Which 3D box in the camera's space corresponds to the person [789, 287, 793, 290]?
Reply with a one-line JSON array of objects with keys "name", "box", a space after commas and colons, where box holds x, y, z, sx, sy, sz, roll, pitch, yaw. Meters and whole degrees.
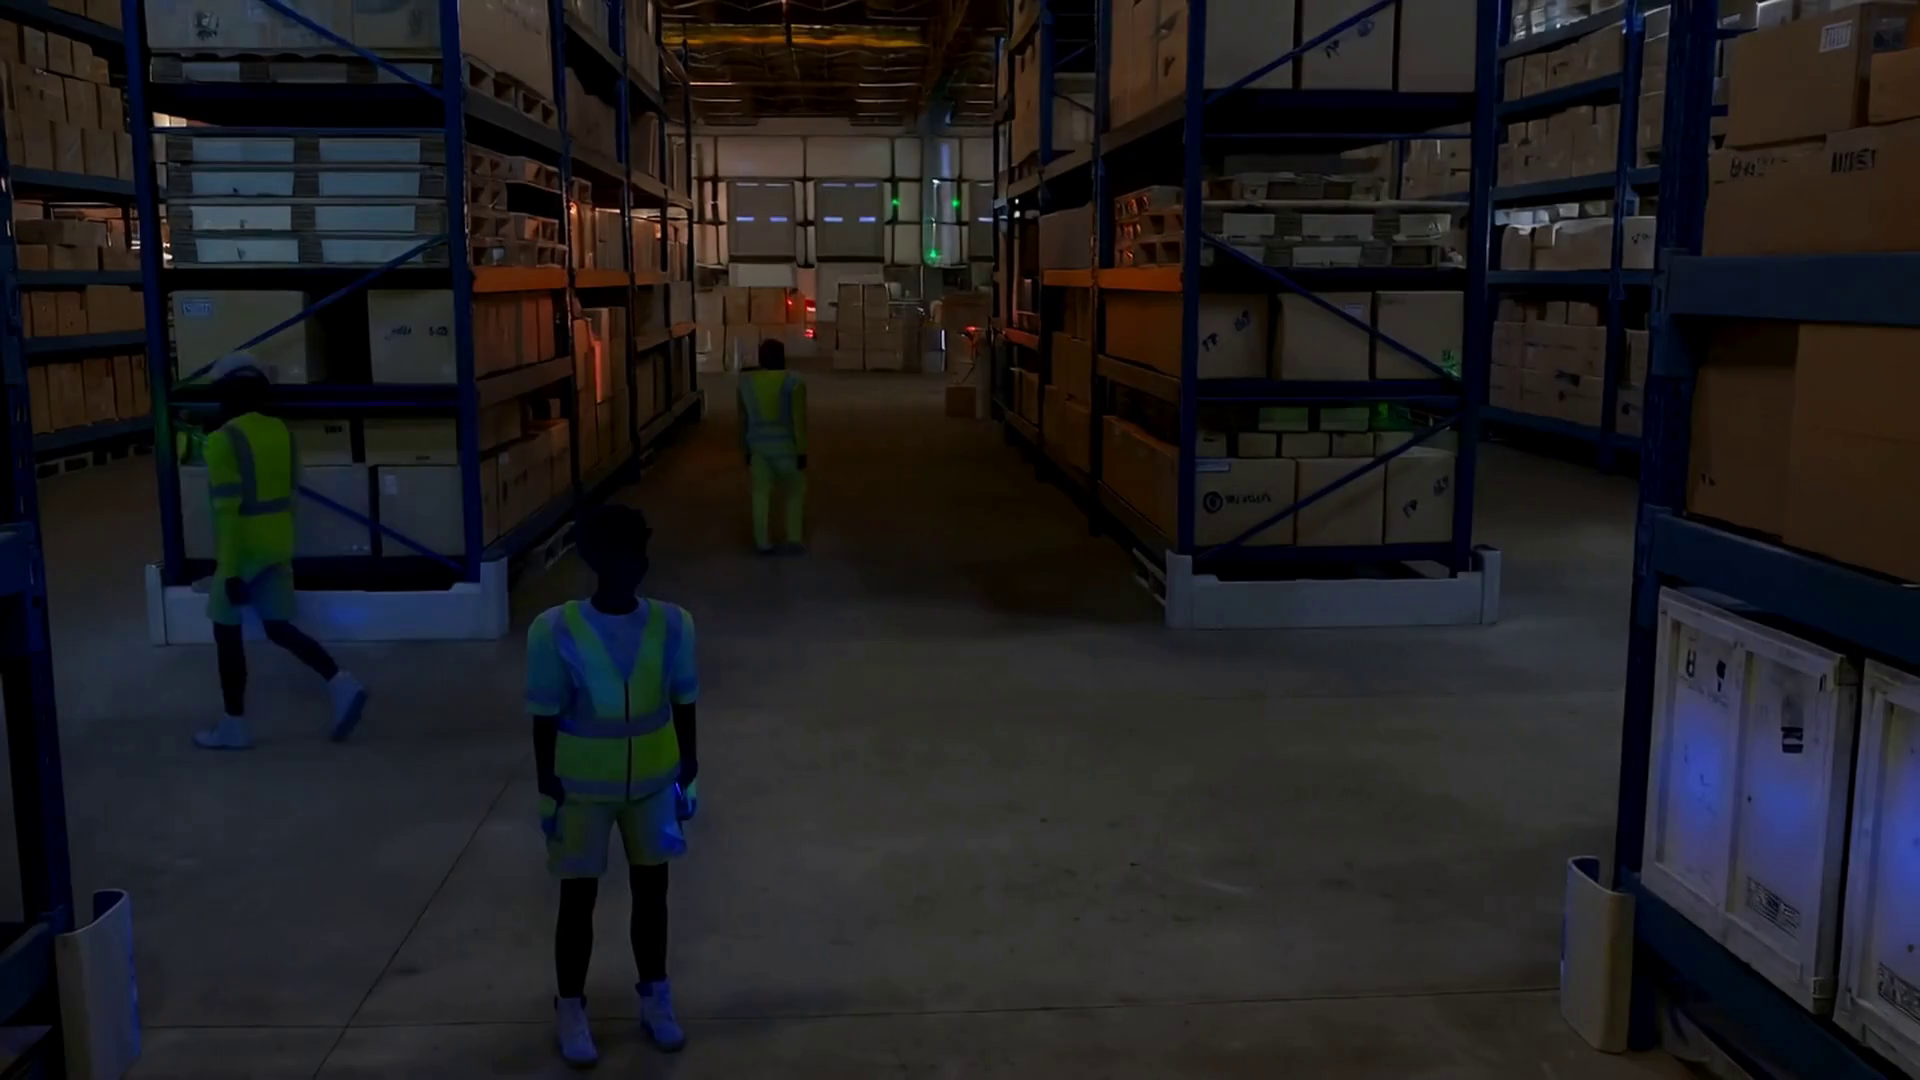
[{"name": "person", "box": [-5.971, -7.933, 58.595, 0.542, 1.938, 0.358, -4, 10, -25]}]

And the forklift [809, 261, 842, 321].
[{"name": "forklift", "box": [-4.323, -7.854, 55.147, 1.873, 2.768, 1.129, 6, 11, 35]}]

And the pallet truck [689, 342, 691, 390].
[{"name": "pallet truck", "box": [-5.225, -3.008, 27.480, 1.885, 1.965, 0.823, 2, 9, 14]}]

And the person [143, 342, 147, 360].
[{"name": "person", "box": [-21.913, -5.690, 44.795, 0.506, 1.846, 0.350, 4, 10, 26]}]

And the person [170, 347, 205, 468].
[{"name": "person", "box": [-8.025, -1.198, 17.254, 0.286, 1.634, 0.500, 2, 9, 13]}]

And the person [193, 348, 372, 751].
[{"name": "person", "box": [-3.392, 0.065, 8.191, 0.819, 2.006, 0.621, 3, 10, 19]}]

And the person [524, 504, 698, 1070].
[{"name": "person", "box": [-1.029, 0.728, 4.992, 0.535, 1.695, 0.319, -5, 10, -28]}]

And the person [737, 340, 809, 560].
[{"name": "person", "box": [-1.529, -0.762, 13.941, 0.654, 1.813, 0.703, 3, 10, 19]}]
